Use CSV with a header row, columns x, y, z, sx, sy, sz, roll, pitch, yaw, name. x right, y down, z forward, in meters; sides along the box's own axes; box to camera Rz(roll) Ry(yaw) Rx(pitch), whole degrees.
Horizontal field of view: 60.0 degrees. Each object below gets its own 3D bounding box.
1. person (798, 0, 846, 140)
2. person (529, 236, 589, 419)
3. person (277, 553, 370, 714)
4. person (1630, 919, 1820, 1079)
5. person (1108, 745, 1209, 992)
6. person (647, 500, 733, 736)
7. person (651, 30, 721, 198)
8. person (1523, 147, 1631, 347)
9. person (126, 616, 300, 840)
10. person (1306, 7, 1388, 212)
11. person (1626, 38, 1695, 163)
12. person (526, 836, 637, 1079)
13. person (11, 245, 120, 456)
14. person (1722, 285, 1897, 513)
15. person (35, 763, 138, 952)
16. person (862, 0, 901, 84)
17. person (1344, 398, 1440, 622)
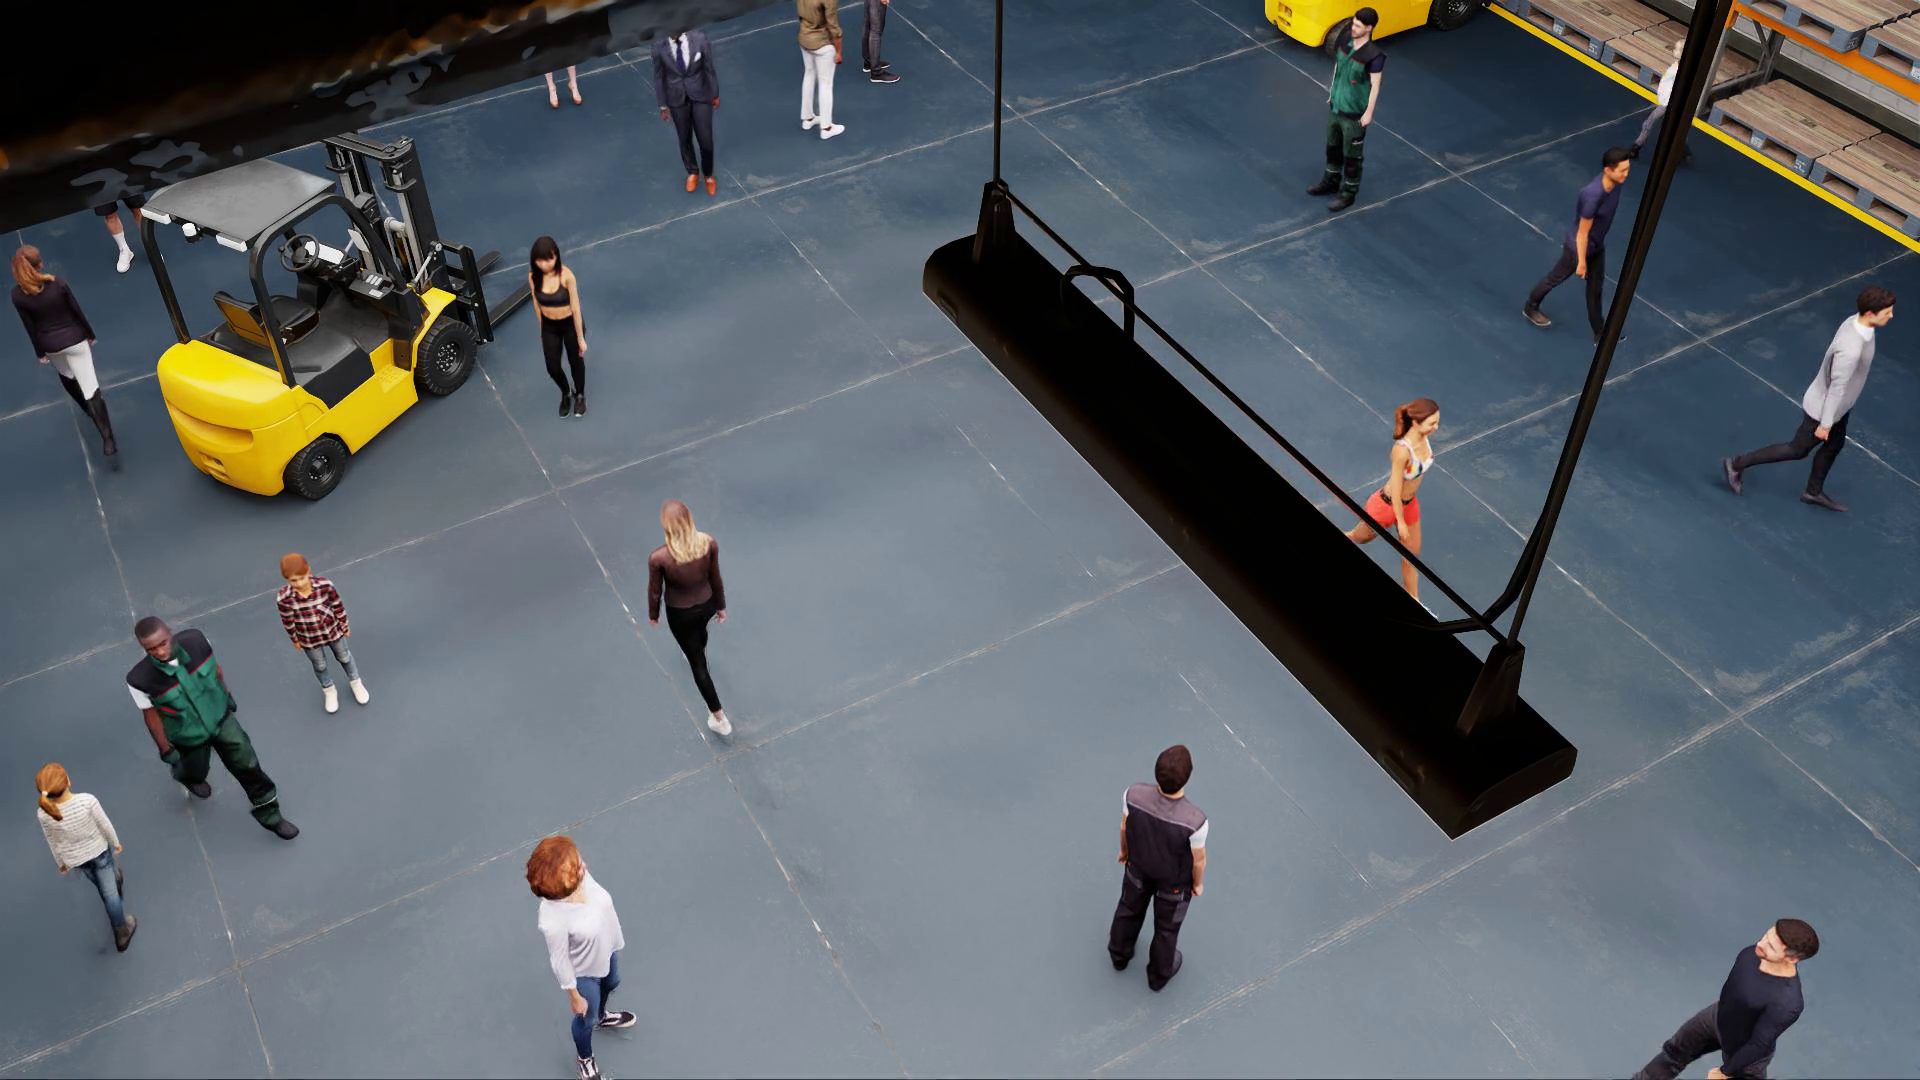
x,y,z,sx,sy,sz,roll,pitch,yaw,name
-1.347,-4.699,15.750,0.621,1.817,0.829,34,53,31,person
-3.013,-1.670,12.707,0.668,1.629,0.713,1,44,1,person
-4.082,0.563,10.598,0.539,1.304,0.514,-18,46,-18,person
3.944,2.473,8.216,1.196,1.825,1.228,5,44,5,person
1.074,1.762,8.949,0.692,1.844,0.806,24,49,23,person
-1.647,0.508,10.396,0.635,1.664,1.106,-24,48,-23,person
-2.452,-4.014,15.042,0.813,1.802,0.806,-1,44,-2,person
4.943,-2.393,13.387,0.847,1.738,1.186,-33,52,-30,person
-4.510,1.055,9.723,1.295,1.799,1.048,23,48,23,person
3.482,-3.853,14.803,0.733,1.899,0.483,-21,48,-21,person
6.670,-4.061,15.484,0.967,1.259,0.816,18,47,18,person
-1.991,2.171,8.624,0.884,1.700,0.824,17,46,17,person
-6.616,-1.372,12.354,0.585,1.685,1.185,-21,48,-21,person
6.074,-1.023,11.810,1.300,1.929,1.085,25,49,24,person
-4.897,1.803,9.310,0.595,1.286,0.840,-12,45,-12,person
-0.865,-5.524,16.513,0.720,1.958,0.553,-13,45,-13,person
2.812,-0.249,11.132,1.235,1.743,0.791,33,52,30,person
